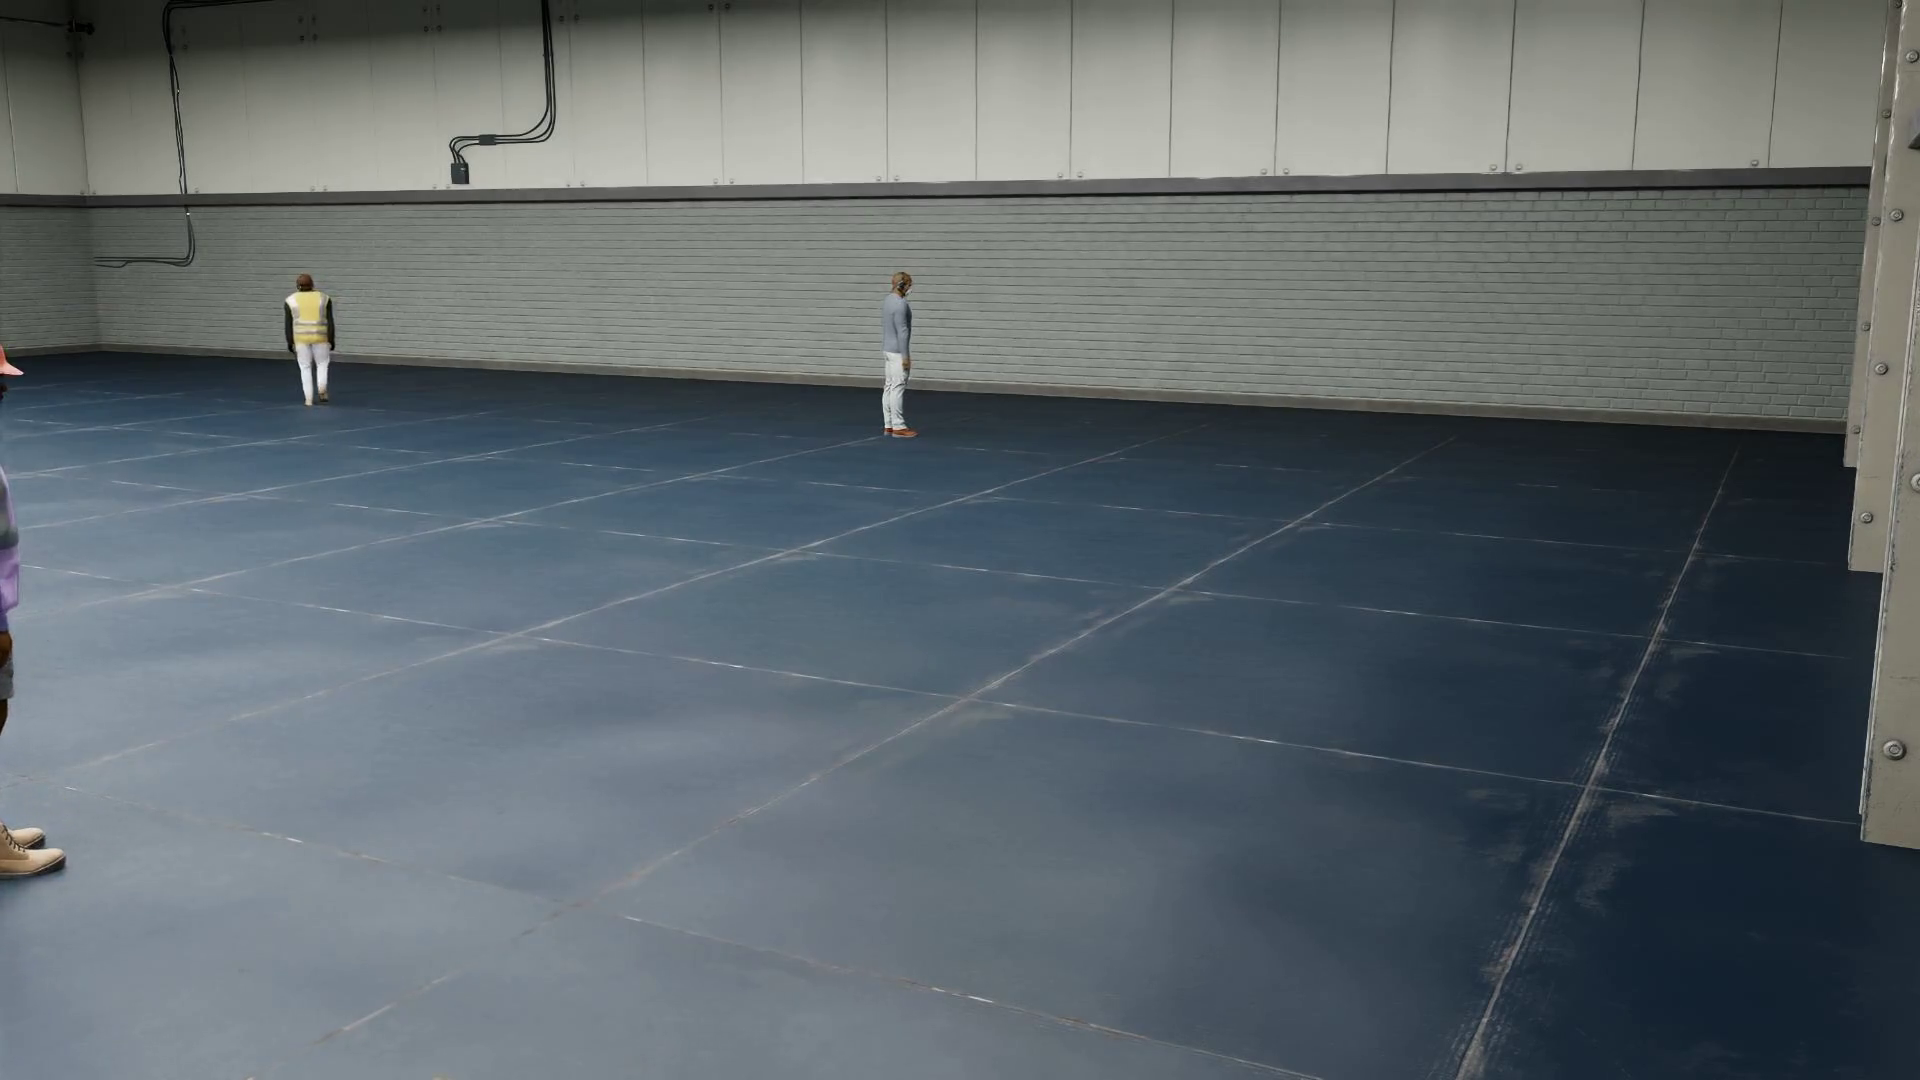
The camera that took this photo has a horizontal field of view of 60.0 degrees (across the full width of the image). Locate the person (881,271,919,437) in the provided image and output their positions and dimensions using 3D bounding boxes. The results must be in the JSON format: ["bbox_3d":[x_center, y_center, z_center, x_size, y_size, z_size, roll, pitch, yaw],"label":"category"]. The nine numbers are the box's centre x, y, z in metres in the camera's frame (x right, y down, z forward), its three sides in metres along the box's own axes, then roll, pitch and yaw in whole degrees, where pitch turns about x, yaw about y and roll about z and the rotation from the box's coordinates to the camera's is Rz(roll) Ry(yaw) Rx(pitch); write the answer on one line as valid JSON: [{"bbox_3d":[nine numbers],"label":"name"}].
[{"bbox_3d":[-0.727,-2.169,19.470,0.377,1.933,0.628,-3,11,-18],"label":"person"}]

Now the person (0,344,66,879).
[{"bbox_3d":[-3.583,0.225,6.112,0.393,2.041,0.613,-8,13,-38],"label":"person"}]

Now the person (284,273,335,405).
[{"bbox_3d":[-9.023,-2.779,23.083,0.648,1.823,0.451,-4,11,-23],"label":"person"}]

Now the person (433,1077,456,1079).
[{"bbox_3d":[-0.463,1.265,1.539,0.515,1.641,0.314,3,11,16],"label":"person"}]
